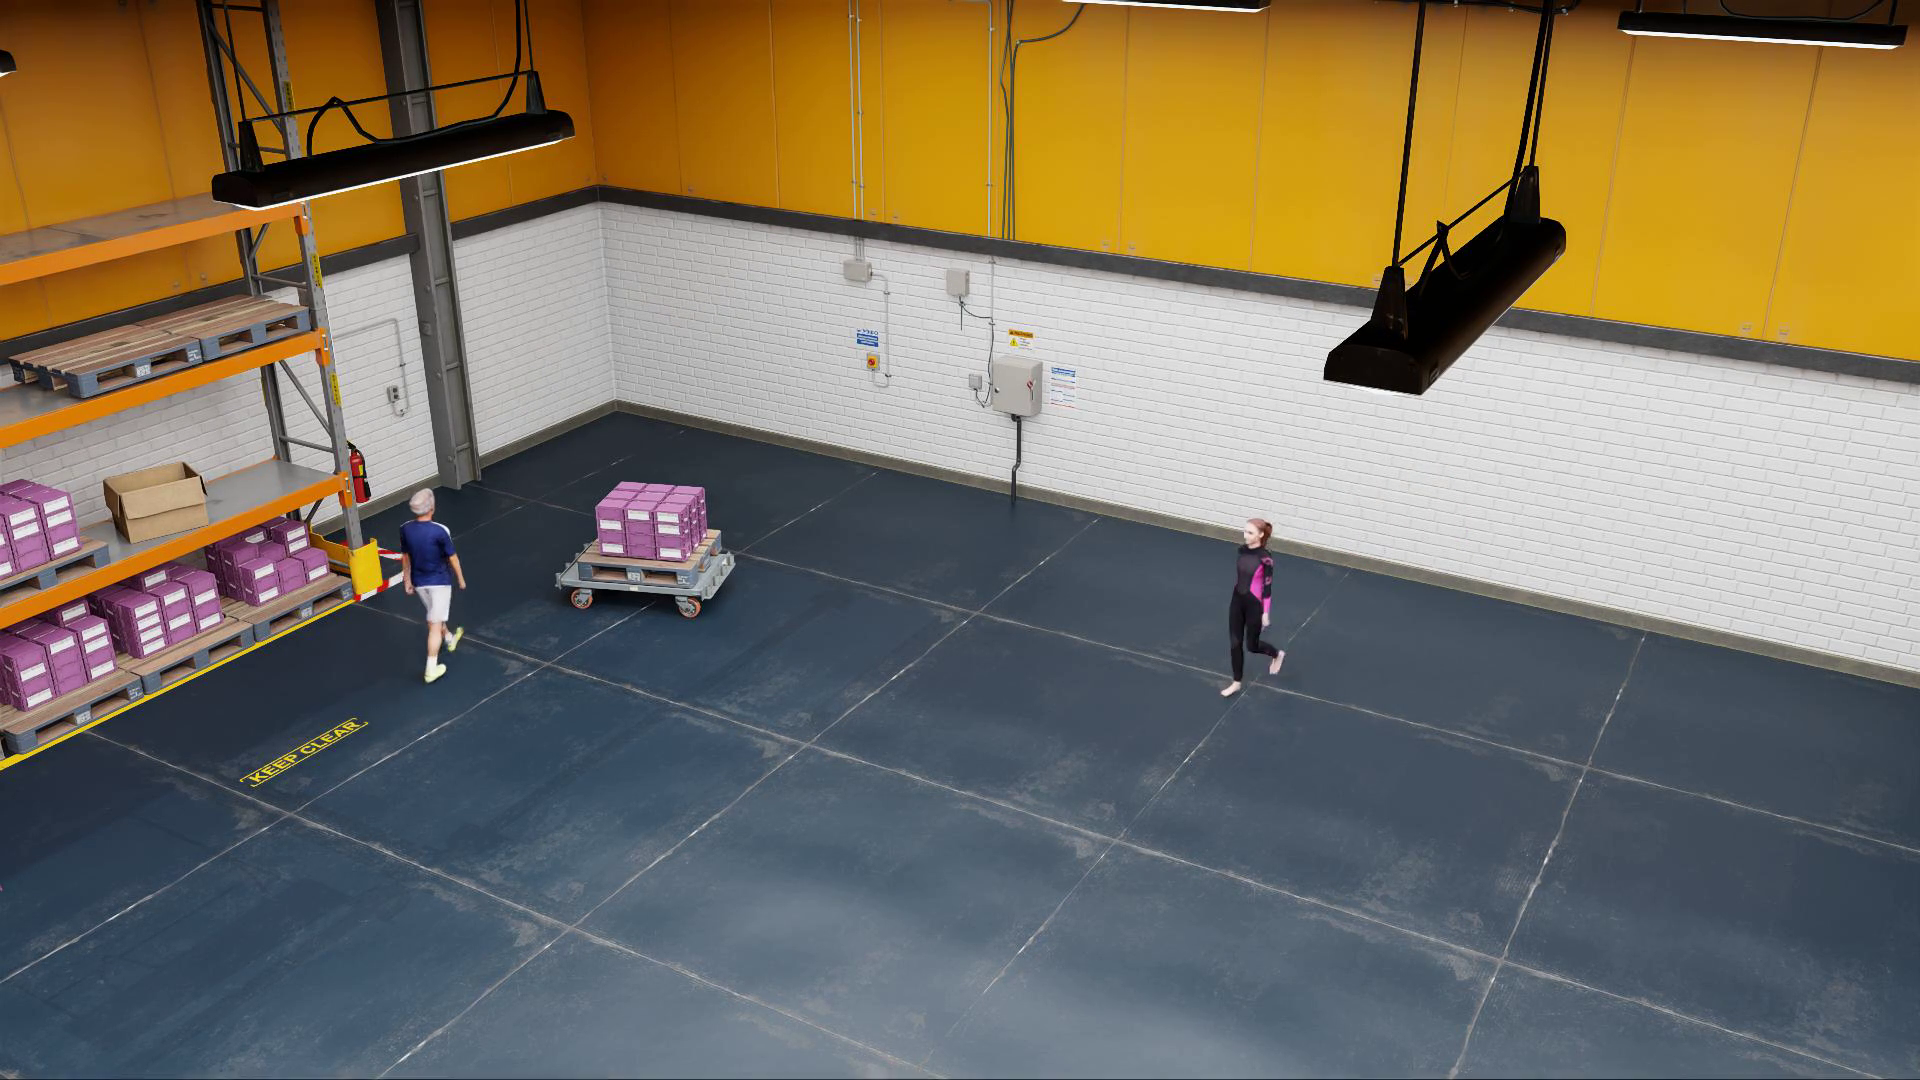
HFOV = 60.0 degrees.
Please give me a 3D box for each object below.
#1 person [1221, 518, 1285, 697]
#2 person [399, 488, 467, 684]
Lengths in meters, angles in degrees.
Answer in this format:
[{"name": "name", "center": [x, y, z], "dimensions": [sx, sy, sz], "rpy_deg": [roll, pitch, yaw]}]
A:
[{"name": "person", "center": [2.675, 0.589, 15.034], "dimensions": [0.974, 1.731, 0.785], "rpy_deg": [-16, 28, -32]}, {"name": "person", "center": [-4.889, 0.451, 15.271], "dimensions": [0.878, 1.793, 1.181], "rpy_deg": [5, 24, 11]}]
